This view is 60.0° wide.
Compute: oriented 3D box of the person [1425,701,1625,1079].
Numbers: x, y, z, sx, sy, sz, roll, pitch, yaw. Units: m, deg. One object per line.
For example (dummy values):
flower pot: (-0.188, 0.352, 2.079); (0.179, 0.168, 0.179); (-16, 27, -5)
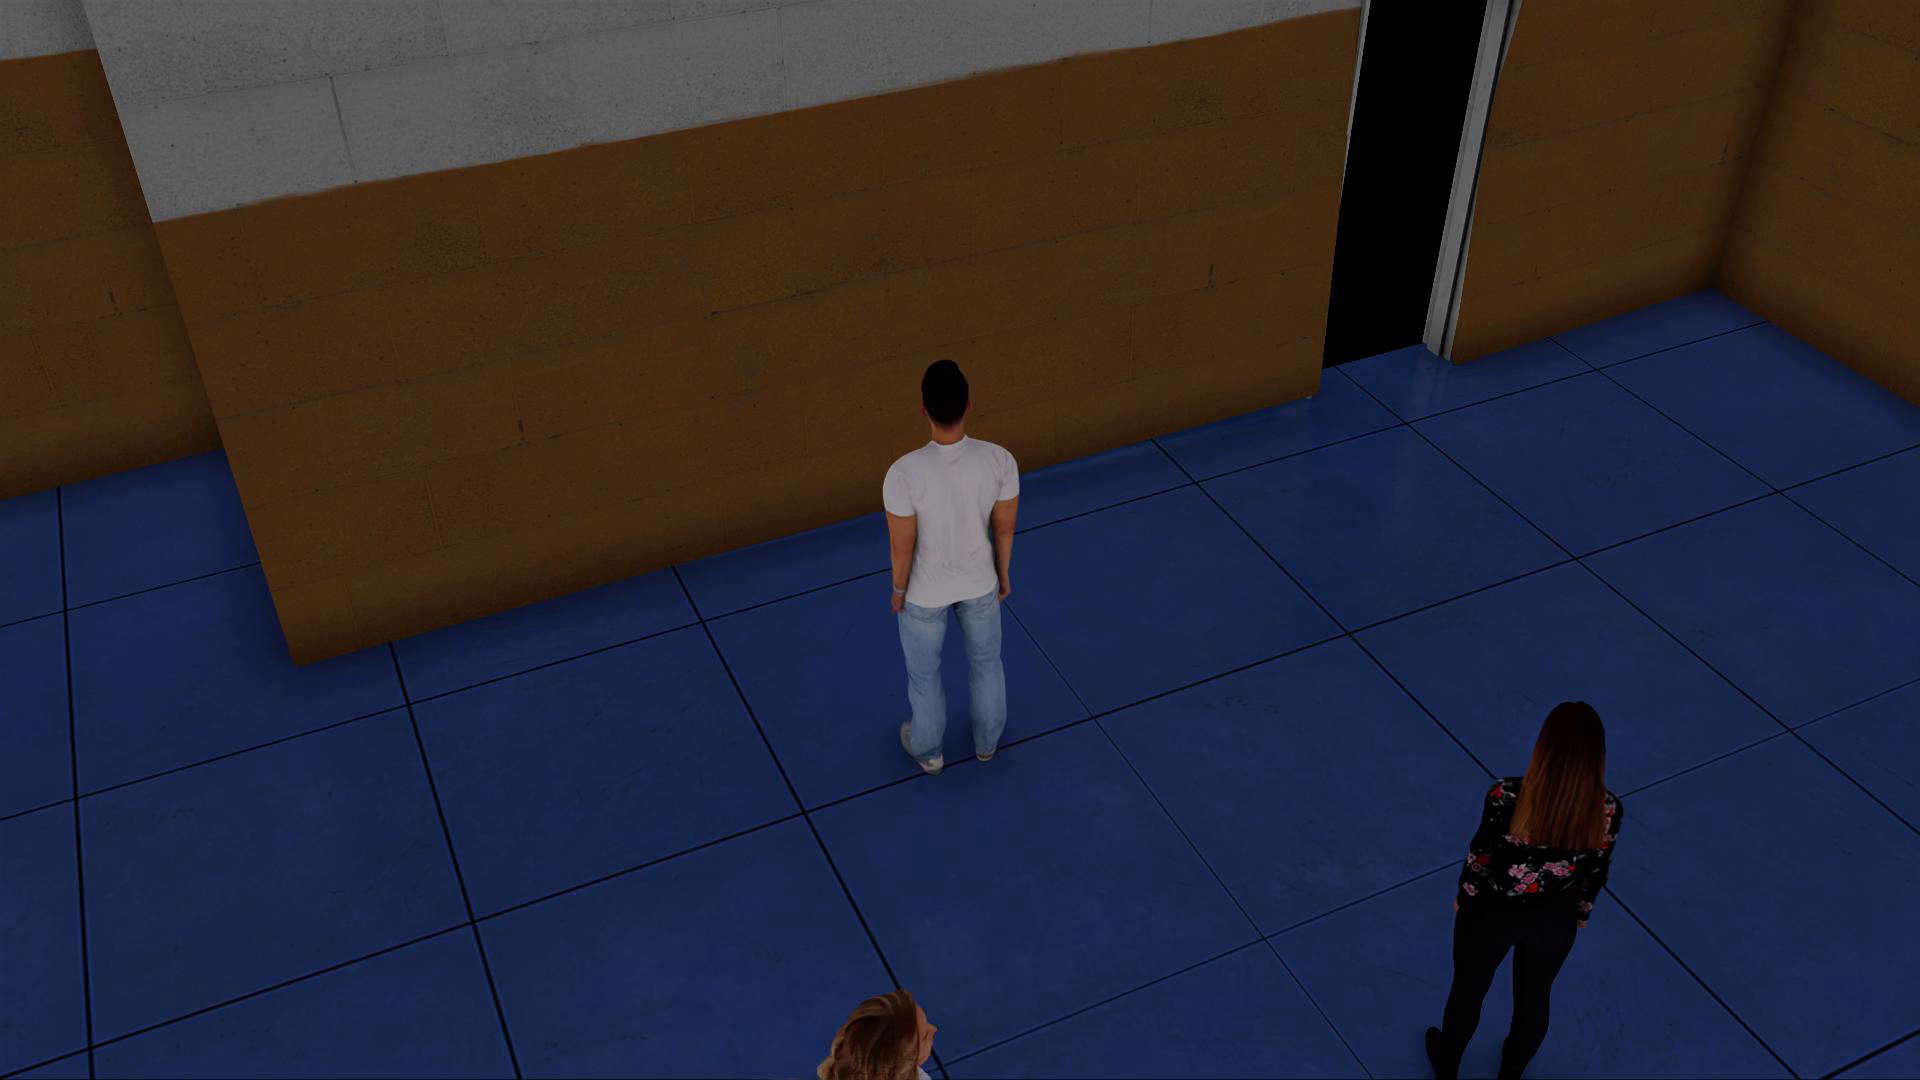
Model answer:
person: (1.776, 1.161, 5.248); (0.654, 1.685, 0.672); (5, 37, 7)

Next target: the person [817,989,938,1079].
person: (-0.277, 1.812, 4.379); (0.798, 1.672, 1.098); (-11, 38, -14)

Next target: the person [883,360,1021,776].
person: (-0.041, 0.144, 6.455); (0.703, 1.862, 0.592); (-10, 38, -13)
